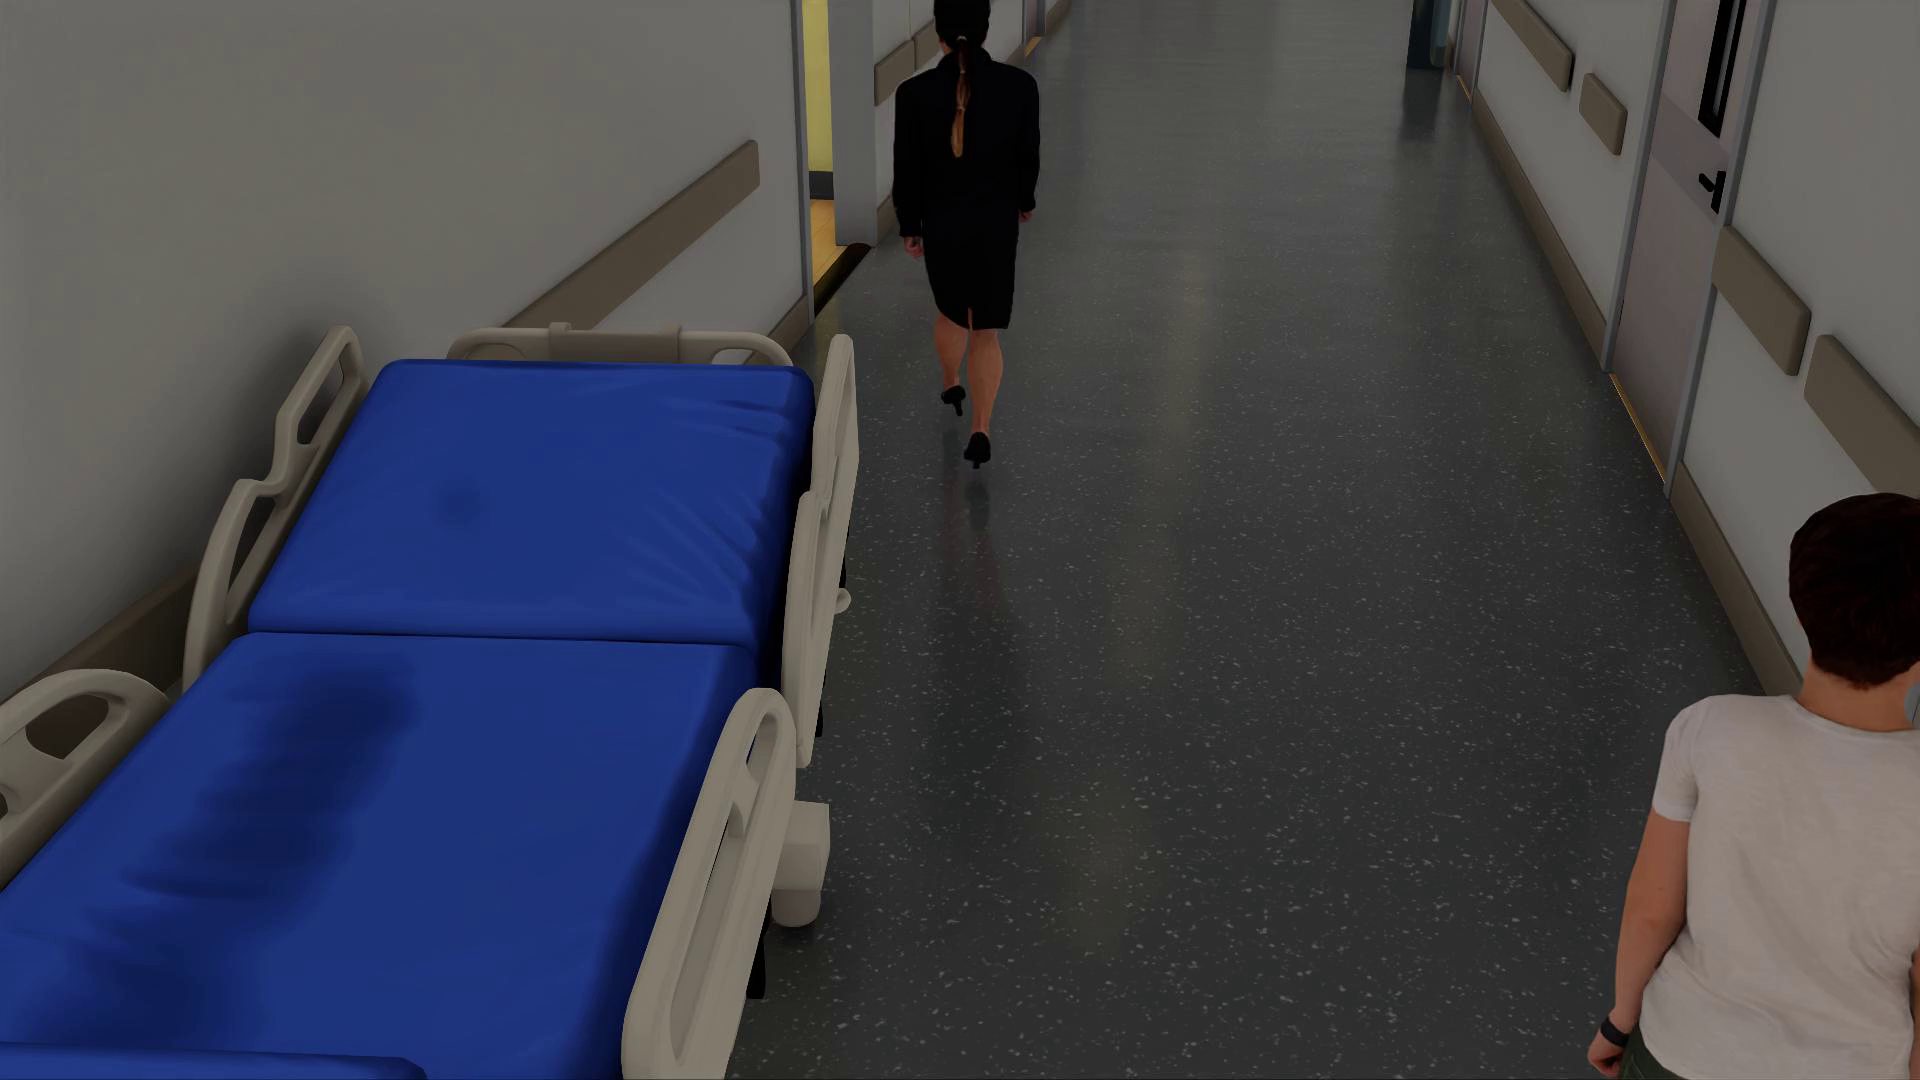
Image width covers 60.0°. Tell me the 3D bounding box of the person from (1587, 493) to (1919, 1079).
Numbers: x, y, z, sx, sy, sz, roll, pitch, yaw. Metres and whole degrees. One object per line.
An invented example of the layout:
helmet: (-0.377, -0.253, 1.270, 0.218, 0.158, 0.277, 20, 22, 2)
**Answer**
person: (1.047, 0.710, 2.182, 0.600, 1.655, 0.716, 16, 30, 30)

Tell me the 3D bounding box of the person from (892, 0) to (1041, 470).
person: (0.049, -1.033, 5.833, 1.072, 1.624, 0.885, -1, 26, -2)
